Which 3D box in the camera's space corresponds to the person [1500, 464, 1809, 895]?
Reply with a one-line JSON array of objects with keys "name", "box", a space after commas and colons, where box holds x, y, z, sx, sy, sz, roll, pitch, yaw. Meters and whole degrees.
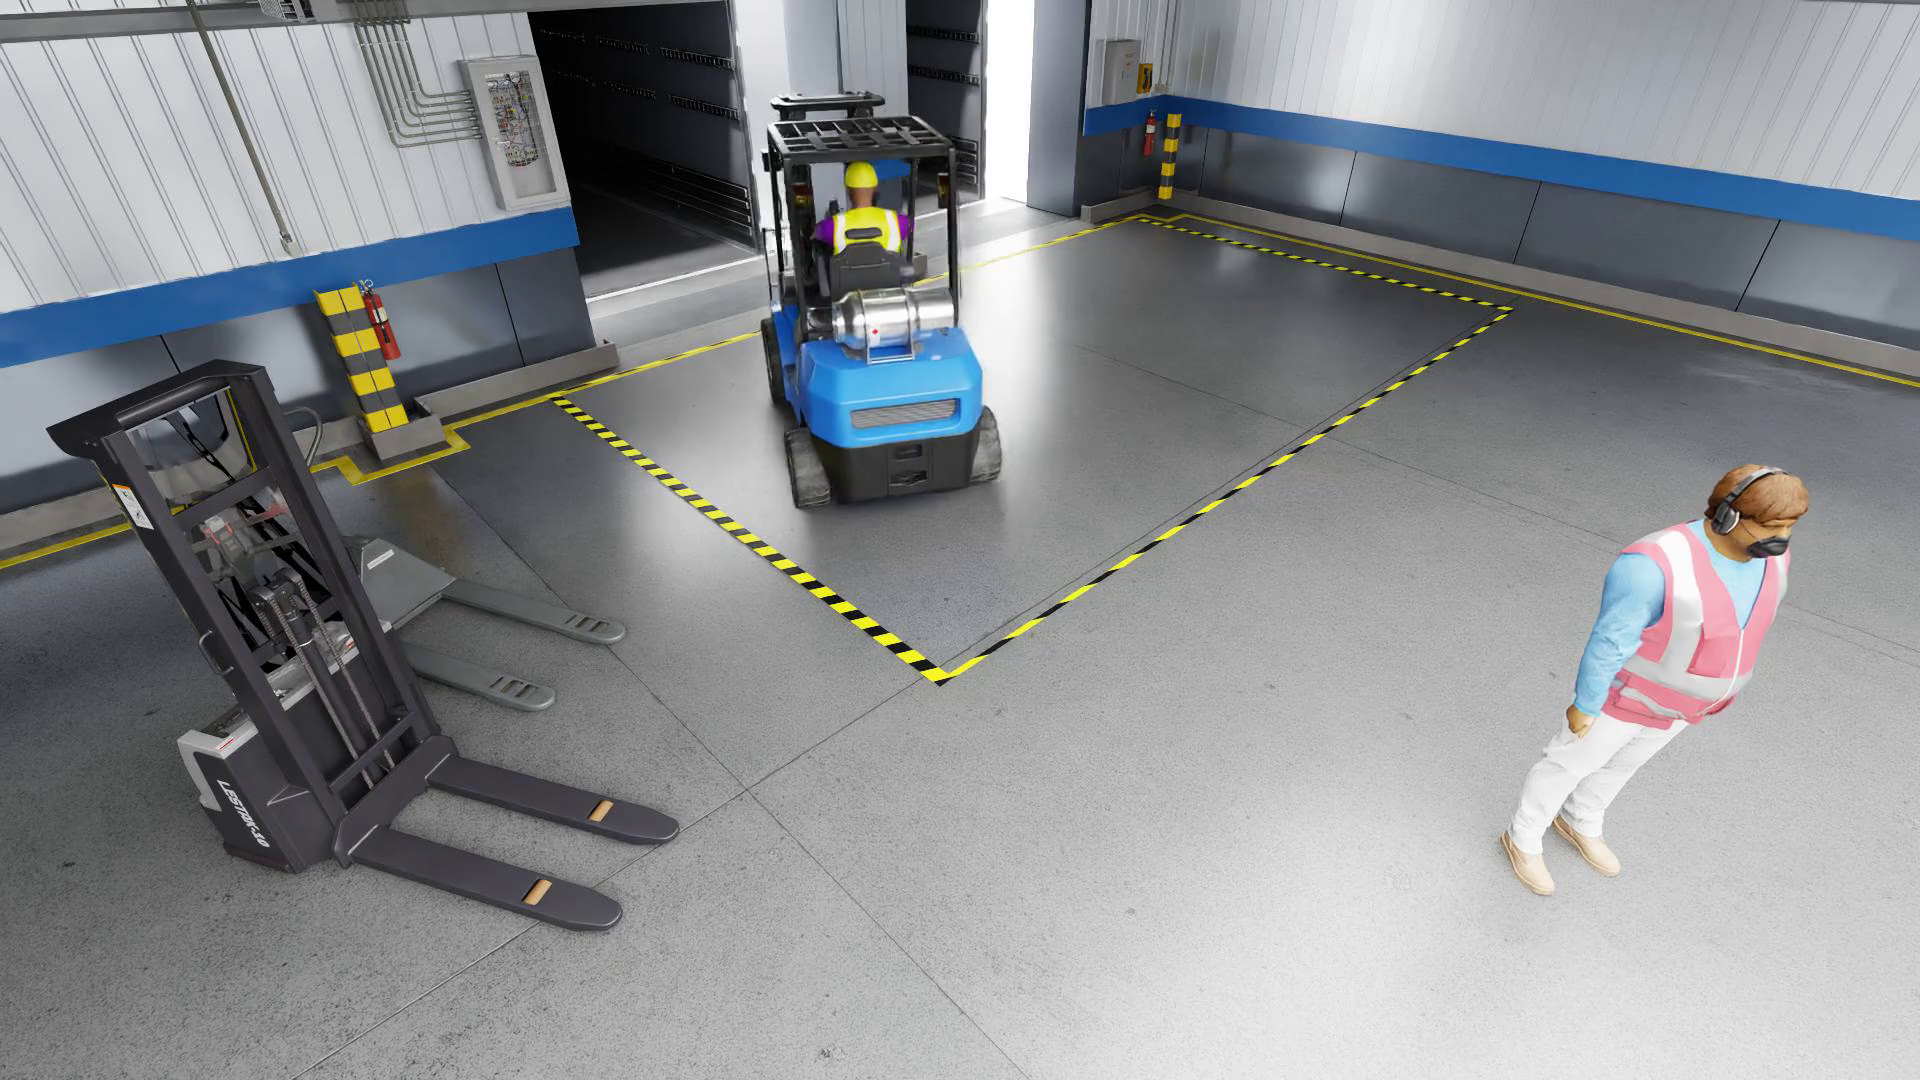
[{"name": "person", "box": [2.477, 0.553, 3.298, 0.618, 1.845, 0.430, -8, 35, -11]}]

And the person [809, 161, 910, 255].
[{"name": "person", "box": [-0.679, -1.955, 6.200, 0.635, 1.294, 1.004, -9, 35, -13]}]

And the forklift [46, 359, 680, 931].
[{"name": "forklift", "box": [-2.135, 0.422, 3.354, 1.885, 1.965, 0.823, 10, 35, 14]}]

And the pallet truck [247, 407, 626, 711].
[{"name": "pallet truck", "box": [-2.628, 0.038, 4.590, 1.601, 1.201, 0.680, 12, 36, 18]}]

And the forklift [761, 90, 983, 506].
[{"name": "forklift", "box": [-0.671, -1.767, 6.256, 1.157, 2.036, 2.680, -9, 35, -13]}]
